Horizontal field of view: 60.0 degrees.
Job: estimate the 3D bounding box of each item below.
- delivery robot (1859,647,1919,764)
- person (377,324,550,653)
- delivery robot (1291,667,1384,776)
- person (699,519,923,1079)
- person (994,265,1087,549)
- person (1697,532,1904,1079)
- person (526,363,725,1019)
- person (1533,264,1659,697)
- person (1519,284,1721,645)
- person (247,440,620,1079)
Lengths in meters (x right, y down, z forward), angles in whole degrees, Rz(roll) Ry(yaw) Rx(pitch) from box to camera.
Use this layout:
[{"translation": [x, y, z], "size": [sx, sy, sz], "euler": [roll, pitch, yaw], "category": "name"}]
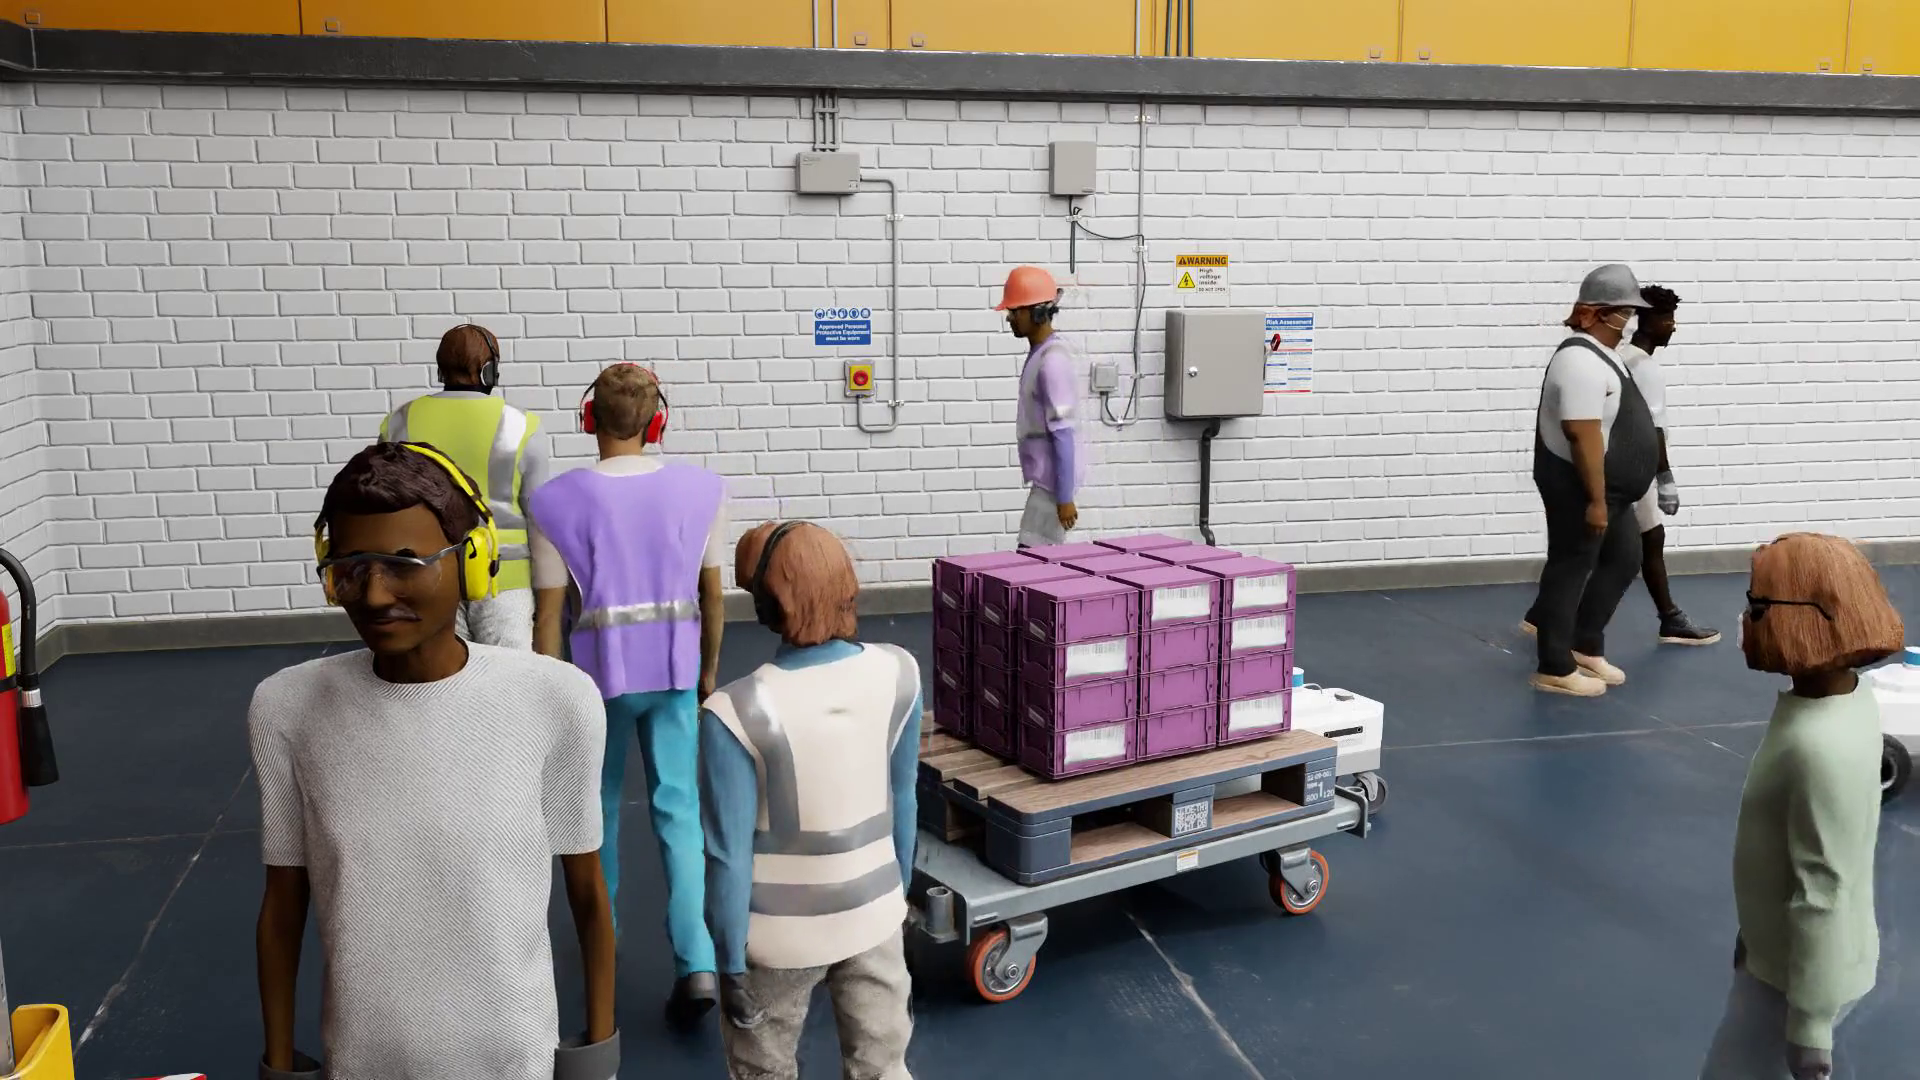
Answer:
[{"translation": [3.698, 0.657, 6.446], "size": [0.707, 0.478, 0.477], "euler": [1, 10, 4], "category": "delivery robot"}, {"translation": [-1.736, 0.148, 5.992], "size": [0.623, 1.838, 0.429], "euler": [1, 10, 3], "category": "person"}, {"translation": [1.212, 0.712, 6.143], "size": [0.707, 0.478, 0.477], "euler": [-5, 11, -27], "category": "delivery robot"}, {"translation": [-0.234, 0.764, 3.185], "size": [0.519, 1.613, 0.692], "euler": [-7, 13, -35], "category": "person"}, {"translation": [0.540, -0.316, 8.049], "size": [0.795, 2.018, 0.632], "euler": [0, 10, 1], "category": "person"}, {"translation": [1.535, 0.790, 3.028], "size": [0.394, 1.618, 0.505], "euler": [6, 12, 30], "category": "person"}, {"translation": [-0.904, 0.405, 4.654], "size": [0.566, 1.801, 0.932], "euler": [-5, 11, -25], "category": "person"}, {"translation": [2.962, -0.267, 7.709], "size": [0.577, 2.000, 0.715], "euler": [5, 11, 25], "category": "person"}, {"translation": [3.473, -0.377, 8.692], "size": [1.033, 1.919, 0.615], "euler": [2, 10, 10], "category": "person"}, {"translation": [-0.740, 0.780, 2.387], "size": [0.528, 1.869, 0.313], "euler": [-1, 10, -7], "category": "person"}]
